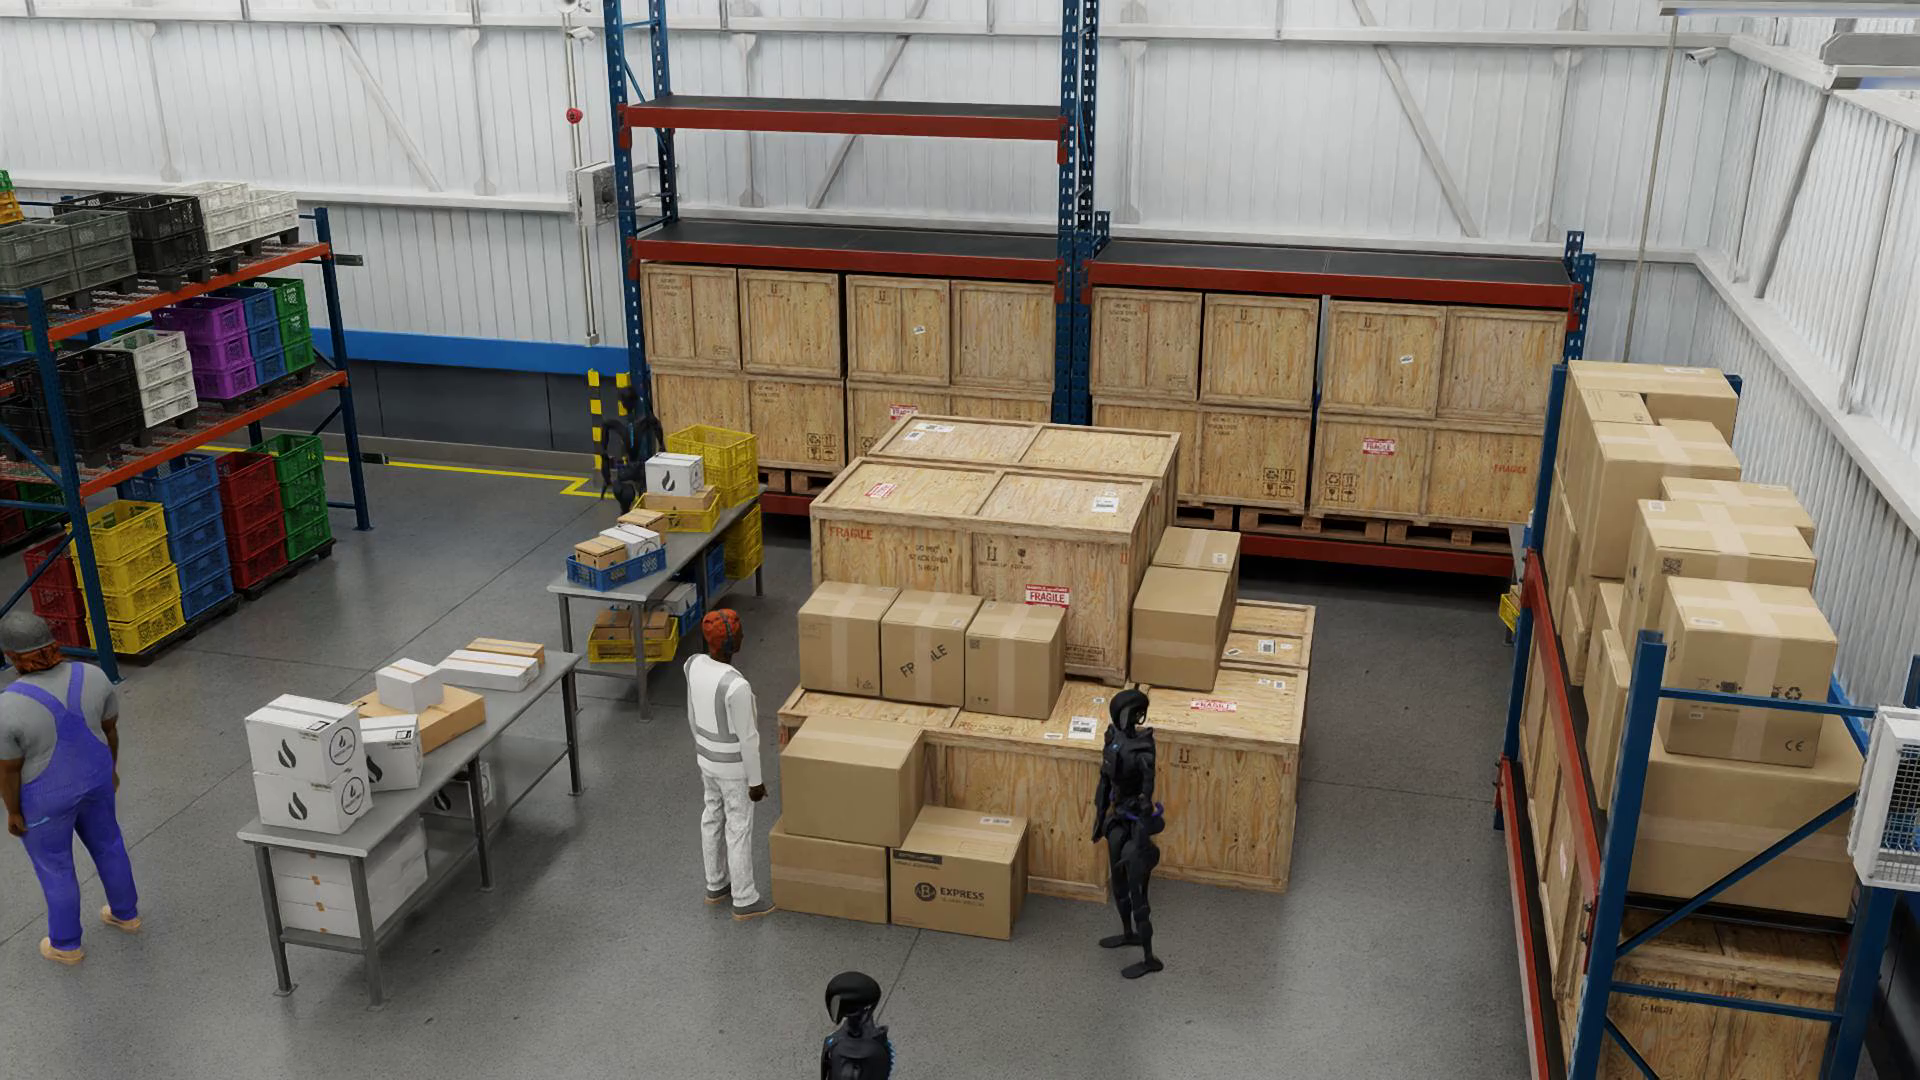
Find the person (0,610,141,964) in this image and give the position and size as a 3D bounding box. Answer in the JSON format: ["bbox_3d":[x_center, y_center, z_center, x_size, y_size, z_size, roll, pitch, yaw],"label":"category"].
[{"bbox_3d":[-4.947,1.320,9.113,0.535,2.000,0.681,11,24,27],"label":"person"}]

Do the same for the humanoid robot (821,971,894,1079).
[{"bbox_3d":[-0.413,2.441,6.667,0.331,1.657,0.600,1,21,2],"label":"humanoid robot"}]

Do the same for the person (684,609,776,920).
[{"bbox_3d":[-1.310,1.271,9.463,0.356,1.882,0.573,-18,28,-39],"label":"person"}]

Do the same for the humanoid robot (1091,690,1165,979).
[{"bbox_3d":[0.903,1.566,8.977,0.365,1.649,0.571,-8,22,-20],"label":"humanoid robot"}]

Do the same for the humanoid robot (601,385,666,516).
[{"bbox_3d":[-2.805,-0.505,14.431,0.625,1.681,0.390,-6,22,-15],"label":"humanoid robot"}]
